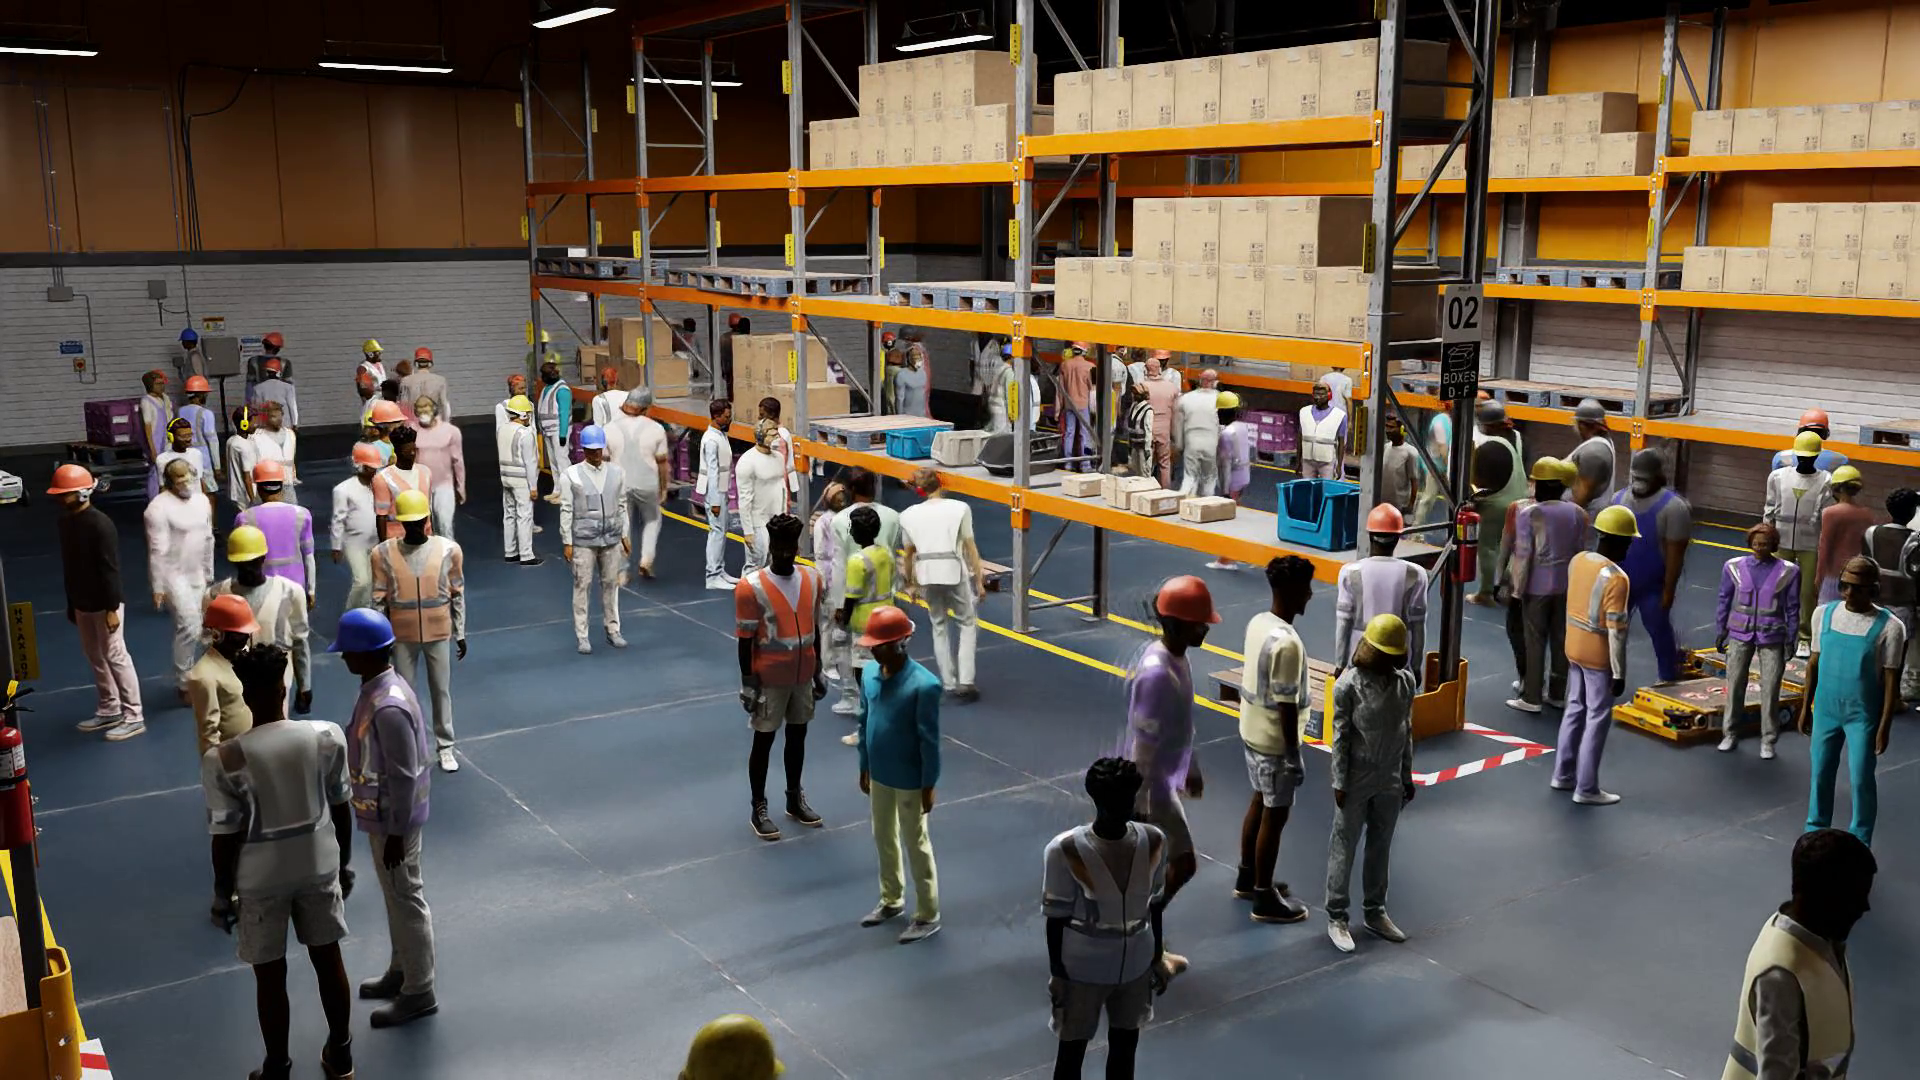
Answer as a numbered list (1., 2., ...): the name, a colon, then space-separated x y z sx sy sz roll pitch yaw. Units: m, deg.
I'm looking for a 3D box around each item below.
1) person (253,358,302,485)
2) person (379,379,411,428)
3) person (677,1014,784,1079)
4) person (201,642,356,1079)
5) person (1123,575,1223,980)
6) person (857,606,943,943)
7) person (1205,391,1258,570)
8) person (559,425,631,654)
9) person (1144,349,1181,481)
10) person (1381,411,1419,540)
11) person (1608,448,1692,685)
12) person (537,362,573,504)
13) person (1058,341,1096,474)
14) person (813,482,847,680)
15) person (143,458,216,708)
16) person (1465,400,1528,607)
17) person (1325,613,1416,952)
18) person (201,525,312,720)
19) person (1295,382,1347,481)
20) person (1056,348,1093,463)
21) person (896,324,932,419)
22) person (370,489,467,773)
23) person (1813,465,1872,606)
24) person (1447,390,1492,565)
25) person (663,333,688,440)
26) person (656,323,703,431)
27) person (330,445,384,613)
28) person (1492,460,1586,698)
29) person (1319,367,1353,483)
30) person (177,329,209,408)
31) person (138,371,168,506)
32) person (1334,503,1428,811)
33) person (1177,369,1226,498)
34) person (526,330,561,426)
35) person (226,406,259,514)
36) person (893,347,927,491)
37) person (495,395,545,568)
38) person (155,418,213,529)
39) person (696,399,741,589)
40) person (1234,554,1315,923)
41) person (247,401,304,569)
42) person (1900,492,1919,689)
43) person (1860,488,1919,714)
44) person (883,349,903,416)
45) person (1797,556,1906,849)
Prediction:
1. person: -9.368 -1.613 22.842 0.561 1.752 0.327 0 11 -2
2. person: -7.040 -1.171 20.782 0.369 1.673 0.526 -11 15 -43
3. person: -0.591 2.031 4.259 0.489 1.731 0.321 10 15 41
4. person: -2.829 1.389 6.954 0.600 1.958 0.379 -10 15 -41
5. person: 1.003 1.152 8.011 0.474 2.020 0.649 2 11 12
6. person: -0.336 1.185 8.563 0.354 1.737 0.576 -11 15 -44
7. person: 2.879 -0.591 17.227 0.631 1.907 0.593 6 13 29
8. person: -3.094 -0.013 14.157 0.616 1.946 0.392 -8 13 -34
9. person: 2.814 -1.772 23.243 0.560 1.924 0.425 6 13 29
10. person: 4.118 -0.294 15.793 0.328 1.873 0.520 -5 12 -24
11. person: 5.194 0.230 12.676 1.036 2.000 0.682 -8 13 -34
12. person: -5.239 -1.393 21.533 0.429 1.832 0.630 -8 14 -35
13. person: 1.705 -1.919 23.790 0.623 1.992 0.396 7 13 31
14. person: -1.011 0.326 13.289 0.407 1.613 0.550 7 13 31
15. person: -5.841 0.322 12.545 0.551 1.905 0.718 2 11 10
16. person: 5.034 -0.360 15.693 0.738 2.000 0.569 -9 14 -40
17. person: 2.102 1.214 8.424 0.485 1.736 0.308 -5 12 -22
18. person: -4.234 0.823 10.041 0.600 1.890 0.938 -2 11 -10
19. person: 4.074 -0.874 18.819 0.563 1.847 0.390 7 13 32
20. person: 1.602 -1.999 24.911 0.907 1.720 0.530 -1 11 -4
21. person: -0.763 -2.461 26.445 0.638 2.000 0.701 4 12 18
22. person: -3.565 0.612 11.010 0.590 1.926 0.388 -4 12 -18
23. person: 7.031 0.293 13.138 0.568 1.733 0.642 -5 12 -23
24. person: 5.564 -0.708 17.957 0.601 1.857 0.824 3 11 14
25. person: -4.462 -2.301 26.071 0.425 1.868 0.610 3 12 16
26. person: -4.901 -2.779 28.538 1.015 1.879 0.626 3 11 13
27. person: -5.219 0.016 14.595 0.502 1.717 0.593 6 13 28
28. person: 4.396 0.309 12.693 0.639 1.875 0.564 1 11 3
29. person: 5.139 -1.636 22.723 0.514 1.845 0.336 10 15 41
30. person: -11.923 -2.316 25.940 0.399 1.945 0.616 -5 12 -26
31. person: -9.693 -1.113 20.052 0.326 1.843 0.515 -3 11 -13
32. person: 2.615 0.731 10.385 0.552 1.932 0.377 2 11 10
33. person: 2.882 -1.092 19.862 0.672 1.879 0.640 5 12 23
34. person: -6.572 -2.353 26.211 0.614 1.913 0.411 3 11 15
35. person: -6.993 -0.391 16.342 0.350 1.856 0.525 -8 14 -37
36. person: -0.654 -1.645 22.534 0.355 1.936 0.635 8 14 35
37. person: -4.652 -0.620 17.600 0.590 1.823 0.404 10 15 41
38. person: -7.166 -0.210 15.401 0.313 1.860 0.507 5 12 23
39. person: -2.411 -0.455 16.536 0.409 1.907 0.598 0 11 -1
40. person: 1.671 1.032 8.798 0.375 1.957 0.606 -1 11 -5
41. person: -7.196 -0.561 17.349 0.910 1.808 0.574 6 12 27
42. person: 7.589 0.263 12.930 0.586 1.878 0.364 3 11 16
43. person: 6.973 0.451 12.451 0.323 1.689 0.537 -6 12 -27
44. person: -1.012 -2.170 25.998 0.279 1.634 0.499 -8 13 -34
45. person: 4.978 0.985 9.335 0.343 1.839 0.503 -8 14 -35
